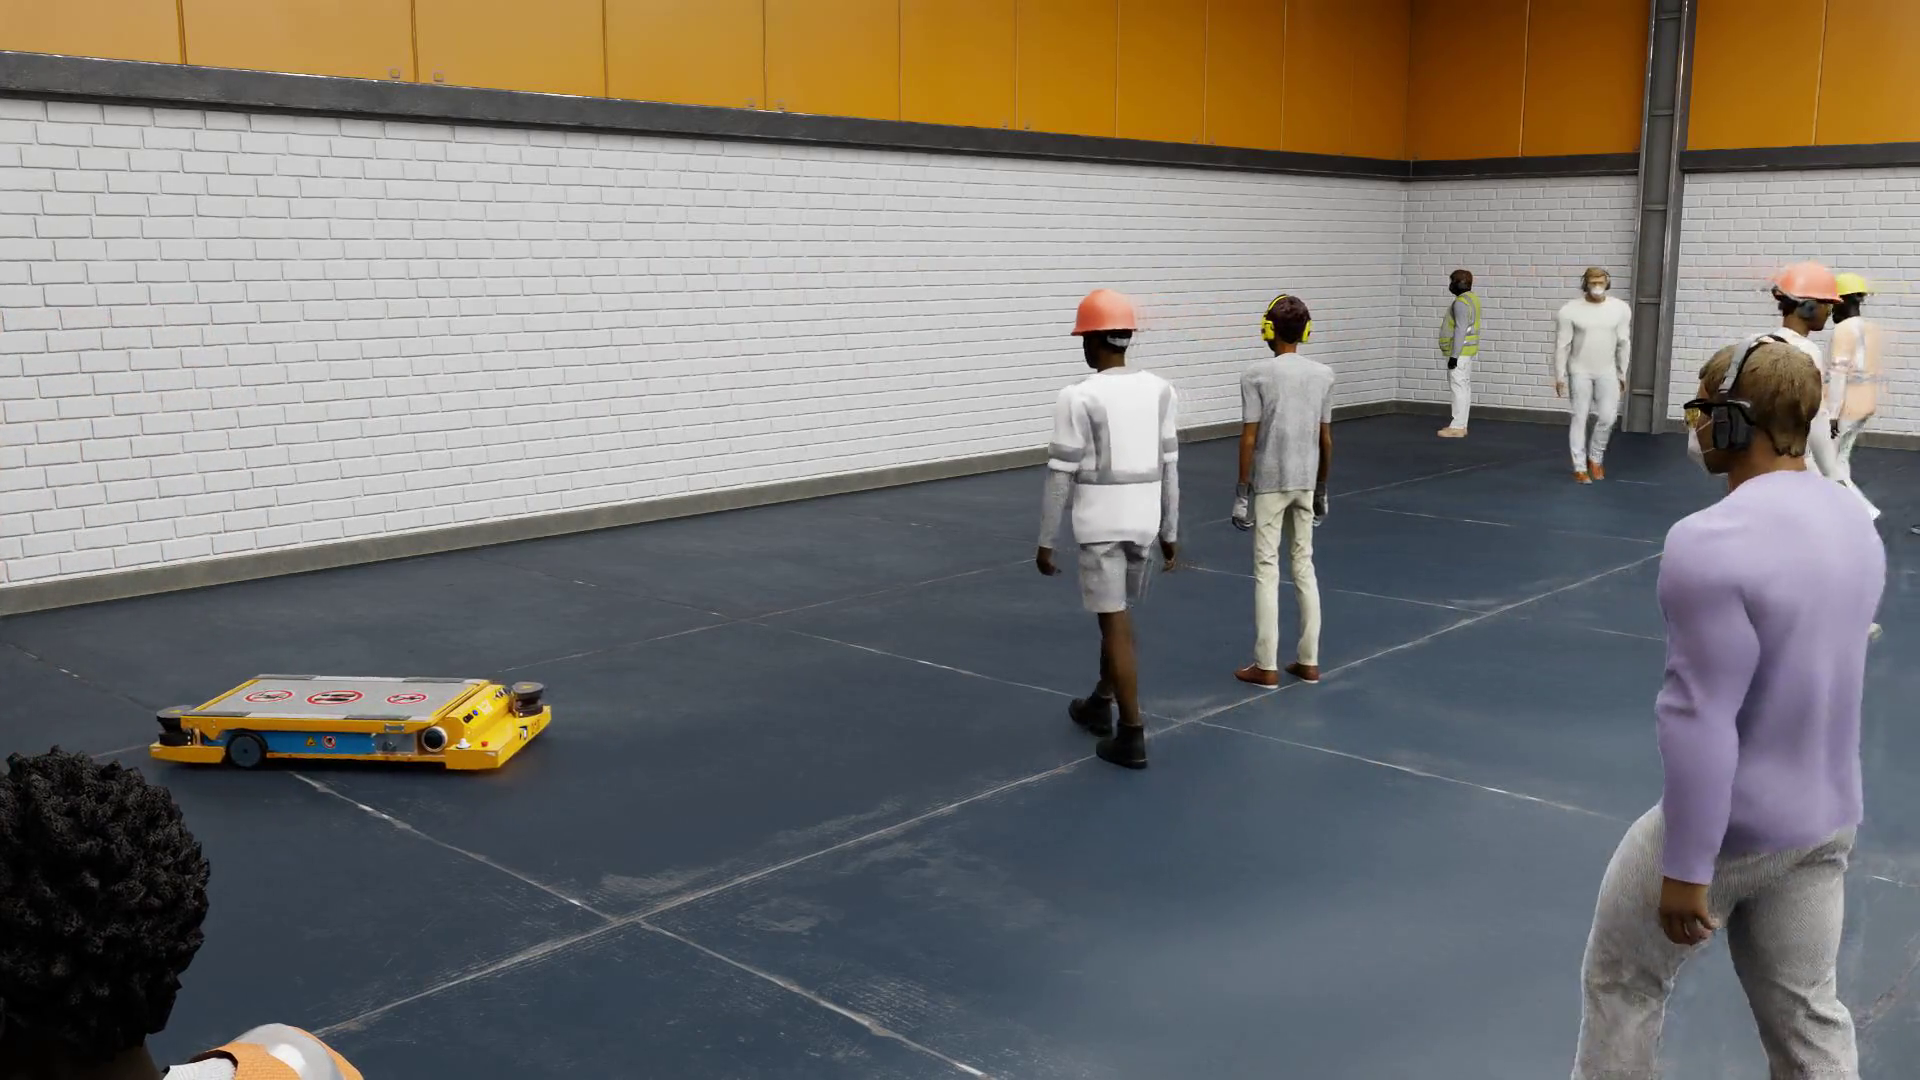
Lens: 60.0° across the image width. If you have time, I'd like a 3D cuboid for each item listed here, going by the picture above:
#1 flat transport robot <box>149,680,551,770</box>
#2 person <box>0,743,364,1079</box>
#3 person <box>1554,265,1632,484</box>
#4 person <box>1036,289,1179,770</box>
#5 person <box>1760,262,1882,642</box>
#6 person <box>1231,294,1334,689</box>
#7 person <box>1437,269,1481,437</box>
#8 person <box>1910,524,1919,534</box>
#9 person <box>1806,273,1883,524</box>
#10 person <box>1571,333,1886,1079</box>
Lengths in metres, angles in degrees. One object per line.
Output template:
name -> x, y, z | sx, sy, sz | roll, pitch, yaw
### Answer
flat transport robot -> -2.498, 0.743, 6.887 | 1.431, 0.197, 0.652 | 1, 10, 4
person -> -0.670, 0.998, 1.398 | 0.320, 1.694, 0.532 | 3, 10, 18
person -> 5.531, -1.436, 14.581 | 0.659, 1.923, 0.441 | 1, 10, 7
person -> 0.562, -0.064, 6.833 | 0.575, 1.898, 0.867 | -6, 11, -29
person -> 4.200, -0.365, 8.295 | 1.012, 1.995, 0.634 | 2, 10, 13
person -> 1.532, -0.222, 7.906 | 0.514, 1.854, 0.357 | -4, 11, -20
person -> 5.492, -2.053, 18.343 | 0.429, 1.841, 0.633 | 5, 11, 26
person -> 7.118, -0.909, 11.882 | 0.403, 1.826, 0.590 | -2, 10, -12
person -> 6.208, -0.910, 11.652 | 0.627, 1.898, 0.500 | -9, 14, -43
person -> 1.488, 0.540, 3.391 | 0.657, 1.903, 0.882 | -6, 12, -32
